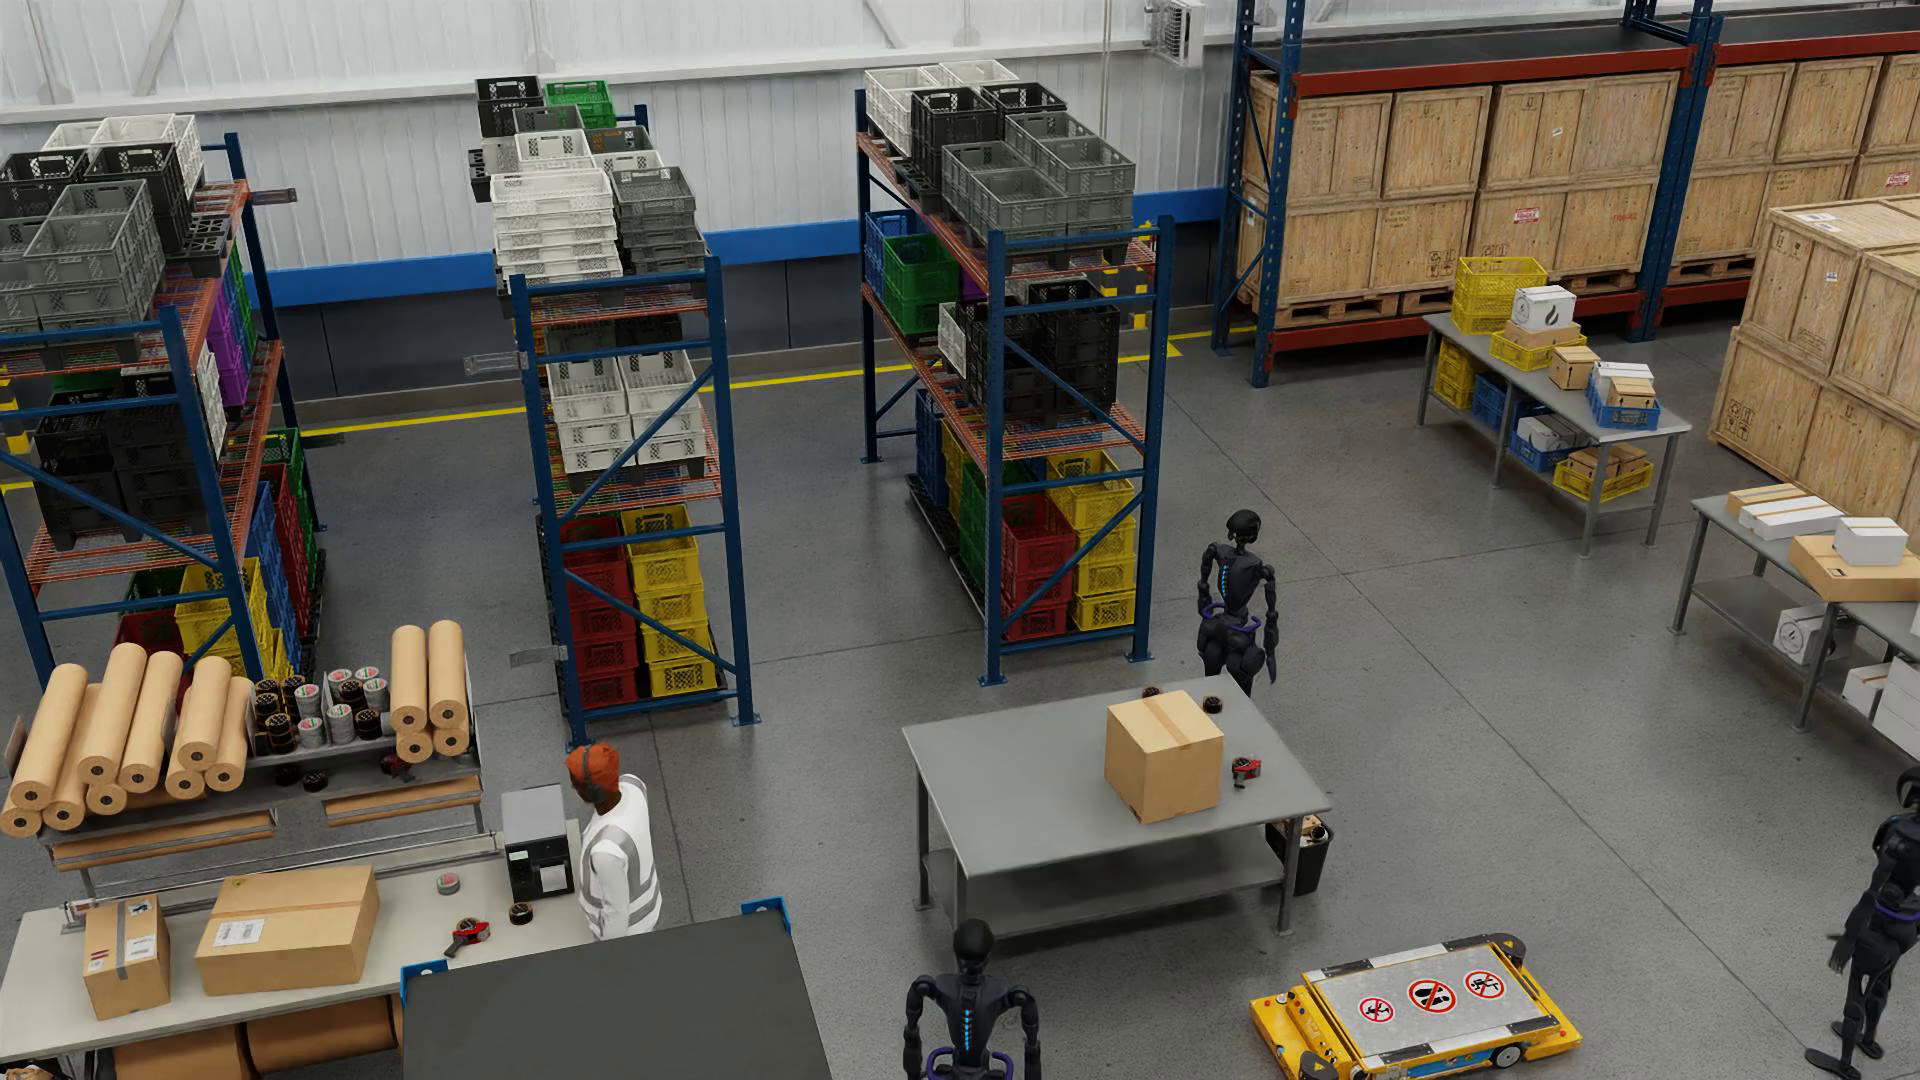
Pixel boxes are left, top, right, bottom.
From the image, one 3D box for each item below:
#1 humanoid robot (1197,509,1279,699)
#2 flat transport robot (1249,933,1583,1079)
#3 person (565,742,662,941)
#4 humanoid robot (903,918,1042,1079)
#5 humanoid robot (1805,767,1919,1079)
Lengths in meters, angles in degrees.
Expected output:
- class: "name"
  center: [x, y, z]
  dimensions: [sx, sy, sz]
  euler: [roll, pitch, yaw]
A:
- class: "humanoid robot"
  center: [1.596, 0.567, 9.654]
  dimensions: [0.584, 1.657, 0.330]
  euler: [25, 38, 38]
- class: "flat transport robot"
  center: [2.184, 2.282, 7.980]
  dimensions: [1.431, 0.197, 0.652]
  euler: [-8, 30, -14]
- class: "person"
  center: [-1.514, 1.682, 7.422]
  dimensions: [0.356, 1.887, 0.572]
  euler: [0, 29, 0]
- class: "humanoid robot"
  center: [0.046, 2.207, 6.680]
  dimensions: [0.573, 1.652, 0.328]
  euler: [3, 29, 6]
- class: "humanoid robot"
  center: [4.206, 1.729, 7.554]
  dimensions: [0.570, 1.655, 0.310]
  euler: [-21, 35, -33]
